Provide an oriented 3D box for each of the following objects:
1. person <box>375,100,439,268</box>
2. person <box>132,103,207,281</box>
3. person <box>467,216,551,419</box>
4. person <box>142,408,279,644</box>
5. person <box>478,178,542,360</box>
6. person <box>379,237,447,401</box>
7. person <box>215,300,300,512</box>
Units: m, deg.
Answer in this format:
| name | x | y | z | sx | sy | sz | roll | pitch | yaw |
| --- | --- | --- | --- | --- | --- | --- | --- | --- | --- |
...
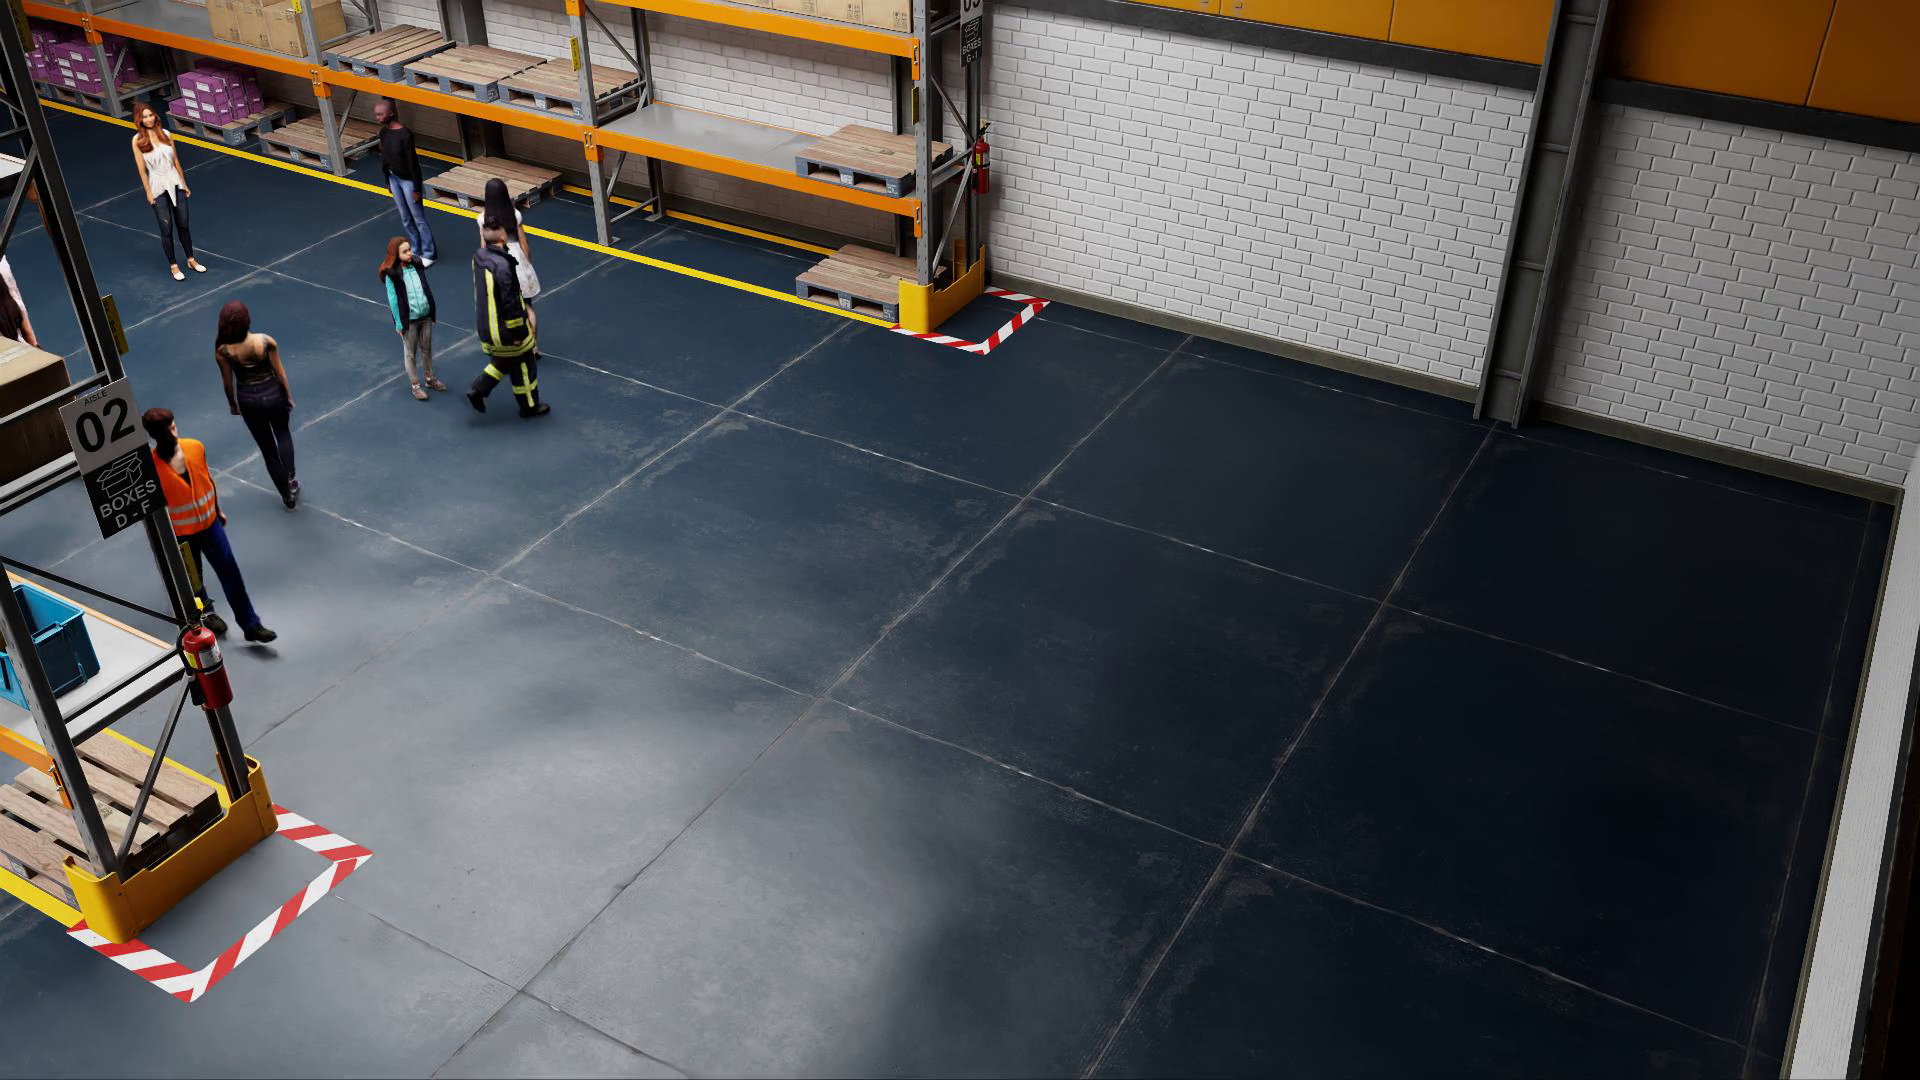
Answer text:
| name | x | y | z | sx | sy | sz | roll | pitch | yaw |
| --- | --- | --- | --- | --- | --- | --- | --- | --- | --- |
| person | -5.656 | -3.654 | 16.980 | 0.470 | 1.743 | 0.658 | 16 | 37 | 23 |
| person | -8.005 | -3.524 | 16.746 | 0.568 | 1.785 | 0.609 | 24 | 41 | 32 |
| person | -3.964 | -1.852 | 14.171 | 0.967 | 1.852 | 0.950 | -28 | 43 | -35 |
| person | -5.393 | -0.122 | 11.557 | 1.088 | 1.863 | 0.814 | 24 | 40 | 31 |
| person | -4.094 | -2.430 | 15.112 | 0.778 | 1.771 | 0.835 | -9 | 35 | -13 |
| person | -4.831 | -1.977 | 14.676 | 0.601 | 1.500 | 0.590 | 22 | 39 | 29 |
| person | -5.425 | -1.005 | 12.981 | 0.765 | 1.757 | 0.812 | -16 | 37 | -23 |
